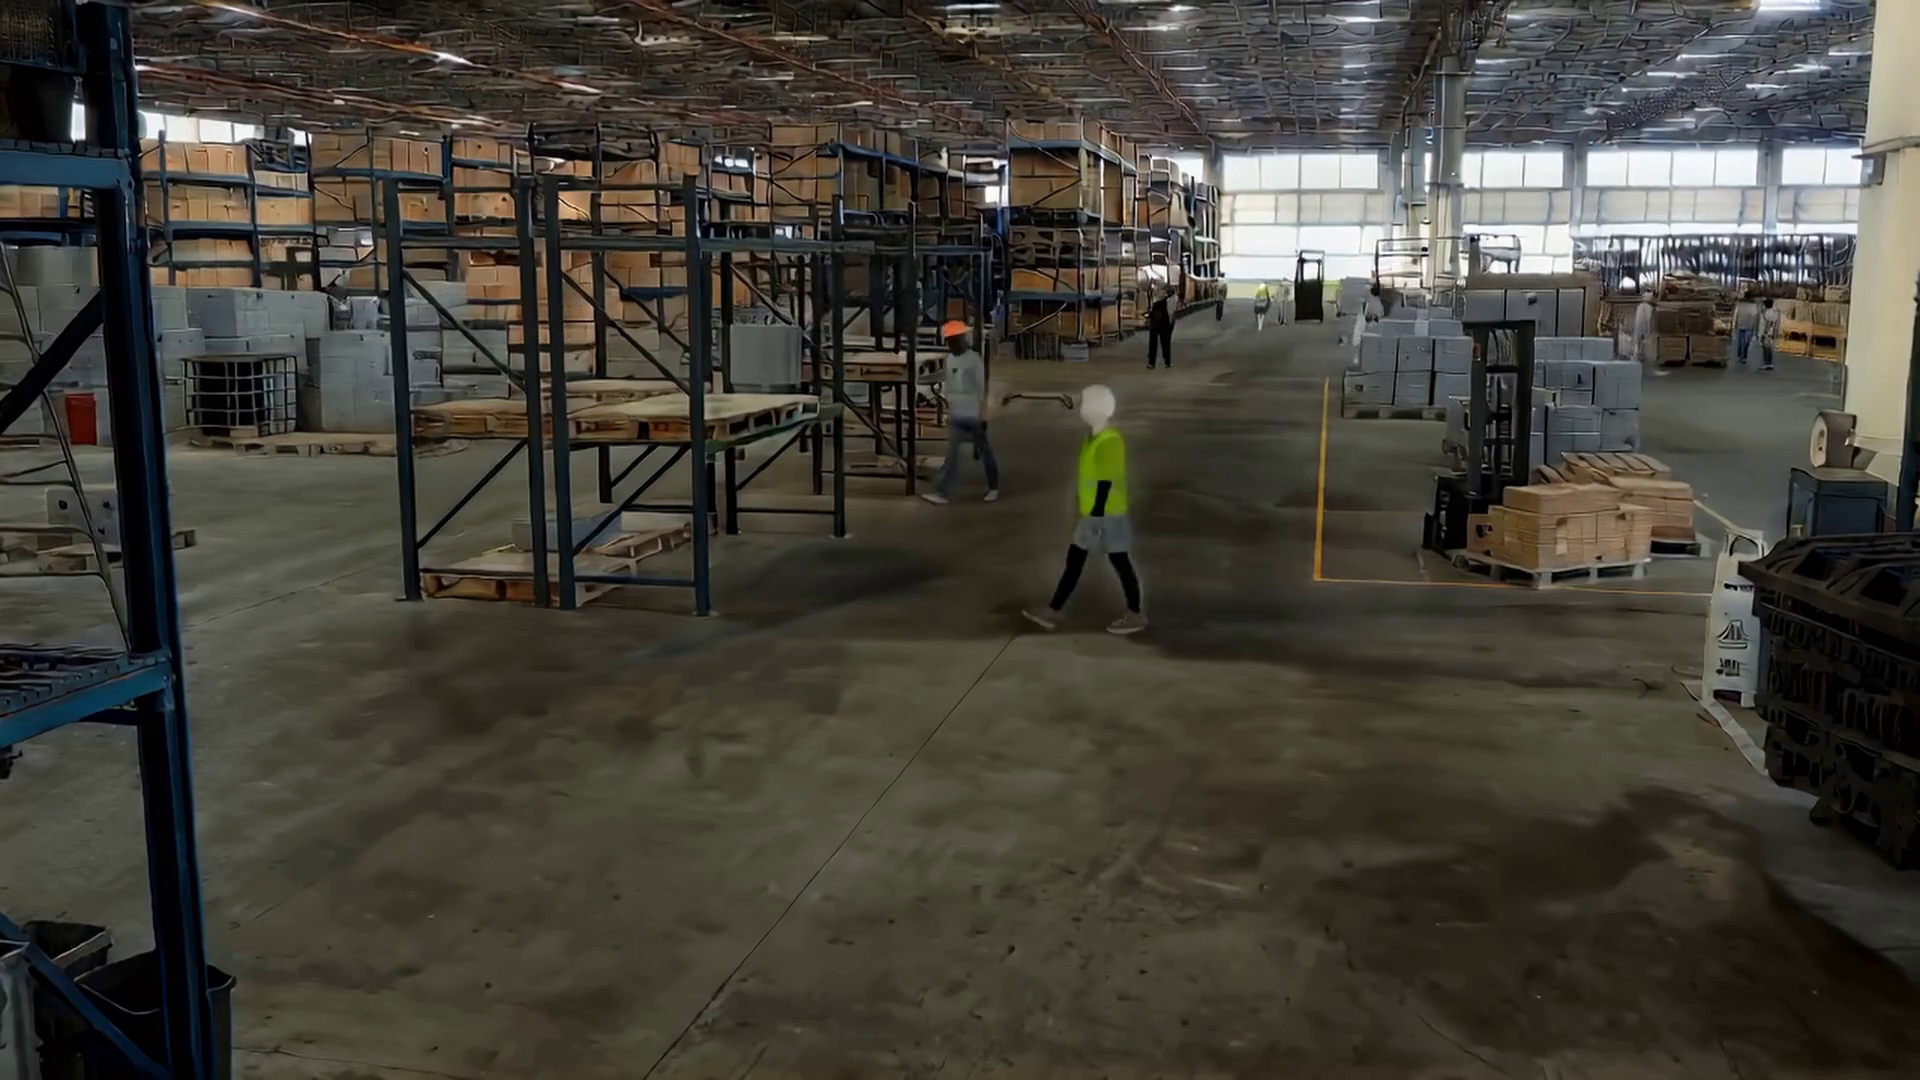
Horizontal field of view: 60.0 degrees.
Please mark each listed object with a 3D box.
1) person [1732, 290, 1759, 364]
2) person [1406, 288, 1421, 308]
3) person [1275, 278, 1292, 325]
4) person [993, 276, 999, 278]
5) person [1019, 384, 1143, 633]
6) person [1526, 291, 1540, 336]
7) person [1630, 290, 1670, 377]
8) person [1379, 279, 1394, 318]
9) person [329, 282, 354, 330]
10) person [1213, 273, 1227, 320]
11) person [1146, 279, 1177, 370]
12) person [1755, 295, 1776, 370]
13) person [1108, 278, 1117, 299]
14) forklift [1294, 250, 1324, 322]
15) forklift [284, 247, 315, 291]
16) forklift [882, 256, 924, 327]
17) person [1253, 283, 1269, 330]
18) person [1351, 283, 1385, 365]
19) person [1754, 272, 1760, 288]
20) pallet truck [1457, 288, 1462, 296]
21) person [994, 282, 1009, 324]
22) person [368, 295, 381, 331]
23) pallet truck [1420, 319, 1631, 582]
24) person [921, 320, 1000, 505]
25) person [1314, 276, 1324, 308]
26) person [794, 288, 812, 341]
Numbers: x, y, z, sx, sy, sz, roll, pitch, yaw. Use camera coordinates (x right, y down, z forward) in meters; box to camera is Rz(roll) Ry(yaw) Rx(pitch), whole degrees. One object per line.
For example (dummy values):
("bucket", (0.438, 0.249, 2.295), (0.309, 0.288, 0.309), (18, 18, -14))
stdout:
("person", (18.429, -4.977, 39.015), (0.553, 1.737, 0.739), (3, 10, 19))
("person", (15.513, -7.921, 56.959), (0.542, 1.584, 0.873), (6, 11, 33))
("person", (12.199, -8.999, 62.752), (0.623, 1.780, 0.935), (1, 10, 8))
("person", (1.879, -13.614, 89.790), (0.558, 1.886, 0.988), (1, 10, 5))
("person", (0.836, -0.191, 10.933), (0.843, 1.648, 0.552), (-2, 10, -10))
("person", (13.417, -4.924, 38.774), (0.844, 1.734, 0.522), (9, 13, 43))
("person", (14.518, -4.345, 35.066), (0.879, 1.818, 0.525), (-1, 10, -4))
("person", (10.657, -5.608, 42.093), (0.665, 1.965, 0.727), (-6, 12, -34))
("person", (-15.289, -5.414, 41.144), (0.594, 1.910, 0.384), (-7, 12, -36))
("person", (10.616, -9.949, 67.961), (0.564, 1.919, 0.501), (2, 10, 12))
("person", (4.496, -4.840, 37.350), (0.677, 2.000, 0.536), (4, 10, 20))
("person", (18.072, -4.645, 37.247), (0.321, 1.692, 0.540), (2, 10, 10))
("person", (7.745, -12.676, 84.512), (0.639, 1.793, 0.985), (1, 10, 5))
("forklift", (13.778, -10.002, 65.433), (1.129, 2.768, 1.873), (2, 10, 12))
("forklift", (-19.586, -7.340, 49.670), (1.129, 2.768, 1.873), (2, 10, 12))
("forklift", (-1.444, -5.634, 39.569), (1.129, 2.768, 1.873), (2, 10, 12))
("person", (10.521, -8.170, 58.197), (0.545, 1.643, 0.873), (0, 10, 3))
("person", (9.559, -4.982, 38.521), (0.871, 1.936, 0.610), (0, 10, 2))
("person", (42.411, -13.368, 88.490), (0.665, 1.822, 0.584), (0, 10, 2))
("pallet truck", (20.506, -9.785, 68.819), (0.653, 1.274, 1.630), (2, 10, 12))
("person", (1.663, -9.118, 64.004), (0.845, 1.592, 0.506), (-7, 12, -35))
("person", (-14.114, -5.142, 40.423), (0.841, 1.591, 0.515), (-1, 10, -8))
("pallet truck", (4.543, -0.757, 13.299), (0.823, 1.965, 1.885), (-4, 10, -22))
("person", (0.062, -1.286, 16.833), (1.001, 1.855, 0.715), (-8, 12, -39))
("person", (18.242, -12.844, 85.107), (0.615, 1.923, 0.802), (-9, 13, -43))
("person", (-3.361, -4.612, 36.563), (0.579, 1.850, 0.940), (1, 10, 5))
